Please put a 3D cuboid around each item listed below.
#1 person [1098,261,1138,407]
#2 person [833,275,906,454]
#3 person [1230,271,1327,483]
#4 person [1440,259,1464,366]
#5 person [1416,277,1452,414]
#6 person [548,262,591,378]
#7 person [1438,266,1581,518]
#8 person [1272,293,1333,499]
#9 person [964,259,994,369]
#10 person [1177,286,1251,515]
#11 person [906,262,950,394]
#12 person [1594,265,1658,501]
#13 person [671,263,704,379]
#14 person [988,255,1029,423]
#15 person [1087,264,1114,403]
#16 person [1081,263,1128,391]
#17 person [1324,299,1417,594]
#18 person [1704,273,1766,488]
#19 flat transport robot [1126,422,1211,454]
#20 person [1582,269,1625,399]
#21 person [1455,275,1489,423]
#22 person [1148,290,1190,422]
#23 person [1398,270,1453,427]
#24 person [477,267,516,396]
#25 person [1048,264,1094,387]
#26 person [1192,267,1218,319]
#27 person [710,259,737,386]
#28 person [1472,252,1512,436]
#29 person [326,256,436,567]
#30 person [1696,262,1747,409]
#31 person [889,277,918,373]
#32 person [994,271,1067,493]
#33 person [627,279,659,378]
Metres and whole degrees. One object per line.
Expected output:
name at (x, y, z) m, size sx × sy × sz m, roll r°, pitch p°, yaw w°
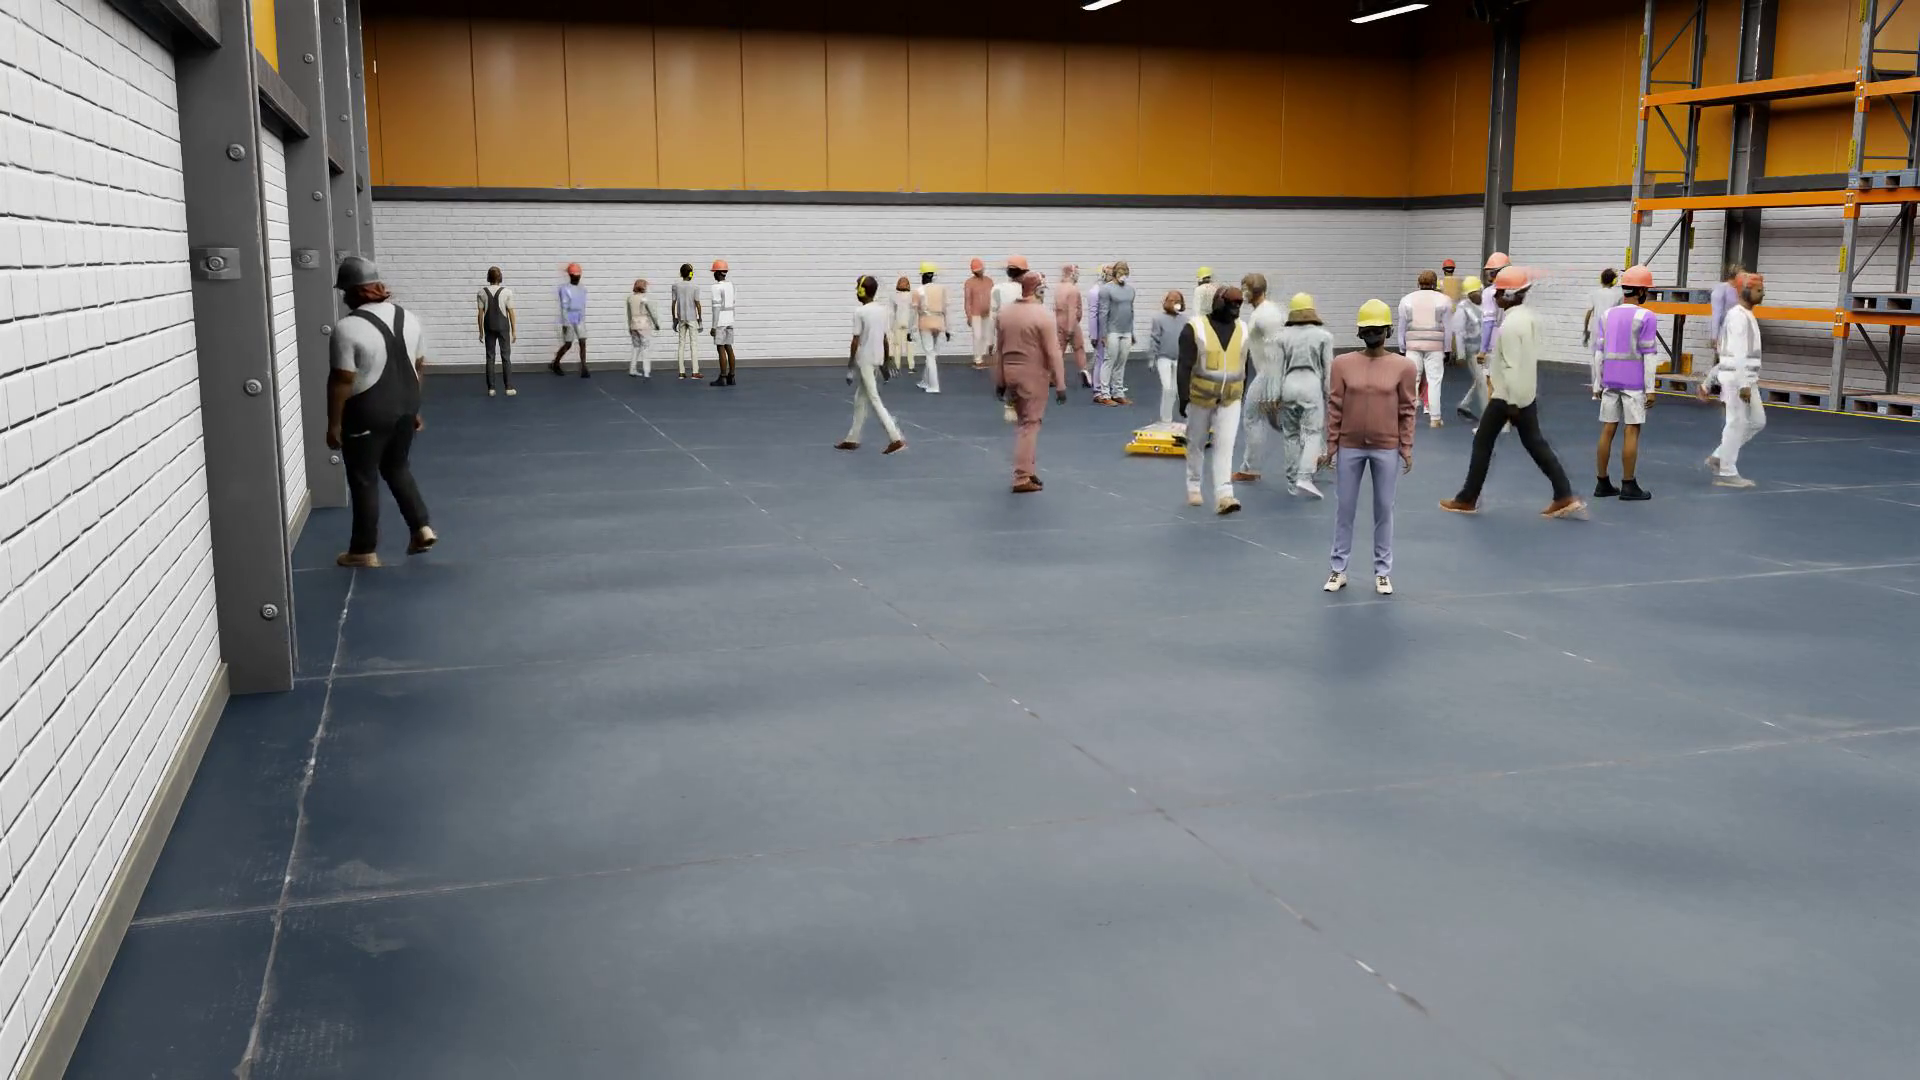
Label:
person at (2.117, -2.746, 22.191) m, size 0.637 × 1.934 × 0.403 m, roll -8°, pitch 13°, yaw -39°
person at (-0.920, -1.783, 16.946) m, size 0.953 × 1.832 × 0.535 m, roll 6°, pitch 12°, yaw 32°
person at (2.833, -1.428, 14.724) m, size 0.901 × 1.898 × 0.648 m, roll 2°, pitch 10°, yaw 9°
person at (8.778, -4.086, 29.959) m, size 0.542 × 1.931 × 0.366 m, roll 1°, pitch 10°, yaw 3°
person at (5.954, -2.472, 21.117) m, size 0.546 × 1.746 × 0.442 m, roll 3°, pitch 10°, yaw 15°
person at (-6.409, -3.616, 27.341) m, size 0.795 × 1.908 × 0.562 m, roll 9°, pitch 13°, yaw 41°
person at (4.302, -1.129, 12.815) m, size 1.052 × 1.952 × 0.608 m, roll 8°, pitch 12°, yaw 38°
person at (2.847, -1.206, 13.916) m, size 0.501 × 1.710 × 0.639 m, roll 4°, pitch 10°, yaw 20°
person at (0.323, -3.975, 29.296) m, size 0.692 × 1.944 × 0.572 m, roll -8°, pitch 13°, yaw -38°
person at (2.011, -1.105, 13.151) m, size 0.649 × 1.784 × 0.961 m, roll -2°, pitch 10°, yaw -9°
person at (-0.519, -3.103, 24.349) m, size 0.617 × 1.892 × 0.857 m, roll -7°, pitch 12°, yaw -33°
person at (5.545, -1.299, 13.806) m, size 0.375 × 1.935 × 0.551 m, roll -6°, pitch 11°, yaw -30°
person at (-4.436, -3.555, 27.074) m, size 0.538 × 1.864 × 0.313 m, roll 2°, pitch 10°, yaw 13°
person at (0.727, -2.443, 20.217) m, size 0.642 × 2.000 × 0.967 m, roll 5°, pitch 11°, yaw 25°
person at (2.025, -2.810, 22.692) m, size 0.655 × 1.894 × 0.401 m, roll -9°, pitch 13°, yaw -43°
person at (2.144, -3.124, 24.507) m, size 0.597 × 1.897 × 0.582 m, roll -5°, pitch 11°, yaw -26°
person at (2.452, -0.552, 9.973) m, size 0.523 × 1.769 × 0.320 m, roll 3°, pitch 10°, yaw 18°
person at (6.814, -1.377, 14.460) m, size 0.406 × 1.866 × 0.580 m, roll 7°, pitch 12°, yaw 36°
flat transport robot at (2.237, -1.071, 17.304) m, size 0.652 × 0.197 × 1.431 m, roll 4°, pitch 11°, yaw 22°
person at (9.073, -2.899, 23.429) m, size 0.494 × 1.808 × 1.021 m, roll 6°, pitch 11°, yaw 31°
person at (6.182, -2.242, 19.713) m, size 0.608 × 1.775 × 0.602 m, roll -7°, pitch 12°, yaw -37°
person at (2.421, -2.019, 18.891) m, size 0.536 × 1.615 × 0.559 m, roll -5°, pitch 11°, yaw -25°
person at (5.465, -2.243, 19.547) m, size 0.622 × 1.844 × 0.429 m, roll 4°, pitch 11°, yaw 24°
person at (-6.634, -2.986, 23.837) m, size 0.514 × 1.844 × 0.328 m, roll -1°, pitch 10°, yaw -6°
person at (1.689, -3.243, 25.249) m, size 0.872 × 1.872 × 0.644 m, roll -5°, pitch 11°, yaw -25°
person at (3.991, -3.632, 27.703) m, size 0.628 × 1.793 × 0.857 m, roll -8°, pitch 13°, yaw -39°
person at (-3.662, -3.328, 25.547) m, size 0.357 × 1.937 × 0.551 m, roll 5°, pitch 11°, yaw 25°
person at (5.984, -2.180, 18.596) m, size 0.609 × 2.044 × 0.393 m, roll -7°, pitch 12°, yaw -37°
person at (-3.823, -0.834, 10.812) m, size 0.535 × 2.000 × 0.733 m, roll 5°, pitch 11°, yaw 28°
person at (10.017, -2.659, 21.722) m, size 0.648 × 1.920 × 0.495 m, roll -5°, pitch 11°, yaw -27°
person at (-0.957, -3.659, 28.343) m, size 0.498 × 1.634 × 0.281 m, roll 2°, pitch 10°, yaw 10°
person at (0.649, -1.351, 14.262) m, size 0.654 × 1.883 × 0.680 m, roll -8°, pitch 13°, yaw -39°
person at (-5.215, -3.457, 27.236) m, size 0.590 × 1.612 × 0.460 m, roll 7°, pitch 12°, yaw 35°
